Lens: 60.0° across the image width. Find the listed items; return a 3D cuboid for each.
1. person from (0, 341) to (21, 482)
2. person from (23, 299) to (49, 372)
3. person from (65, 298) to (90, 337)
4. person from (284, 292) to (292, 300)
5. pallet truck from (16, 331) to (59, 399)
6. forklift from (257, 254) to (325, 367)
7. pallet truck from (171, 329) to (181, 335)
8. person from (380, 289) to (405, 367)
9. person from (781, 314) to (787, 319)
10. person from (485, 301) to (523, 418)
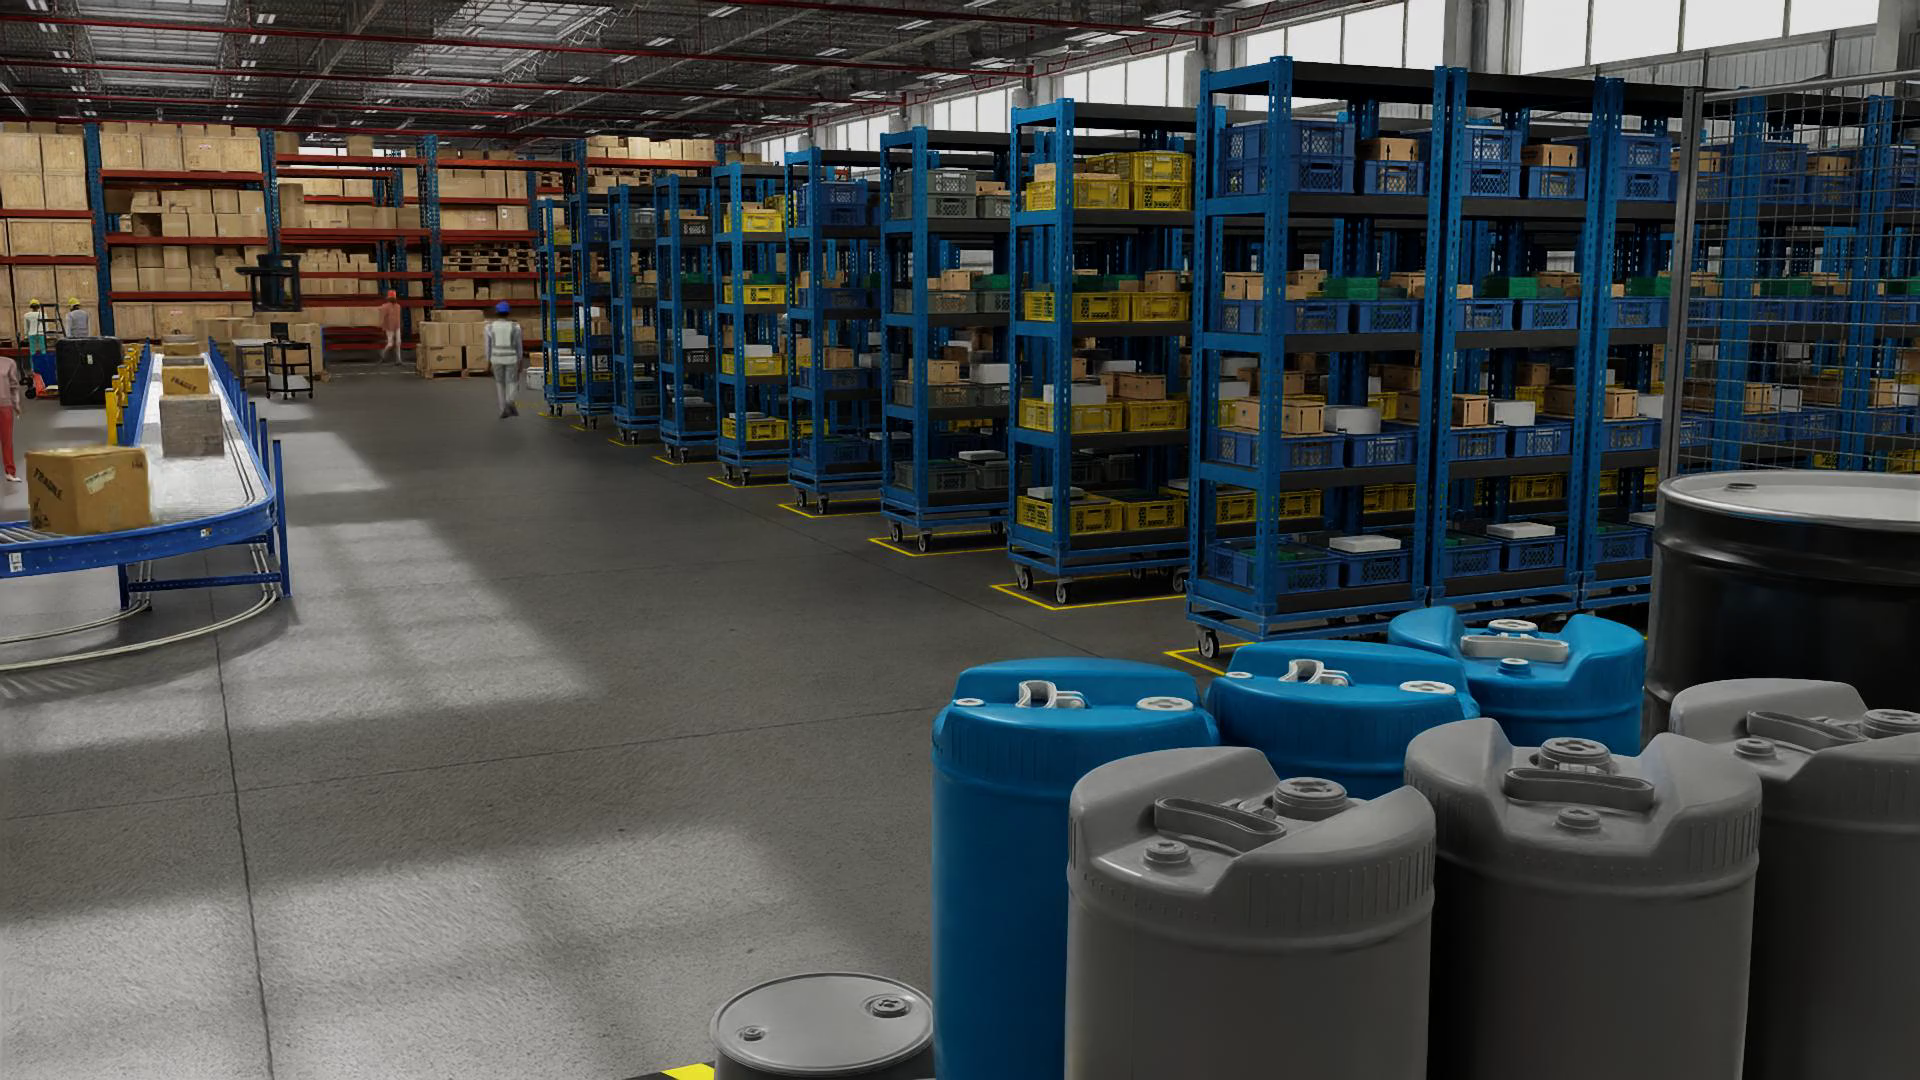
[{"bbox_3d":[-11.004,-1.516,18.970,0.523,1.760,0.328,-8,12,-42],"label":"person"},{"bbox_3d":[-22.325,-4.946,40.230,0.528,1.766,0.325,-3,10,-17],"label":"person"},{"bbox_3d":[-20.230,-4.635,38.135,0.403,1.824,0.591,4,10,25],"label":"person"},{"bbox_3d":[-19.259,-6.197,47.777,0.601,1.831,0.404,5,10,29],"label":"person"},{"bbox_3d":[-17.082,-3.353,31.781,1.630,1.274,0.653,-4,10,-25],"label":"pallet truck"},{"bbox_3d":[-16.221,-5.435,39.807,1.129,2.768,1.873,1,9,8],"label":"forklift"},{"bbox_3d":[-17.275,-3.851,35.096,1.601,1.201,0.680,0,9,1],"label":"pallet truck"},{"bbox_3d":[-14.485,-5.394,42.365,0.573,1.972,0.620,5,10,29],"label":"person"},{"bbox_3d":[-3.540,-4.223,35.529,0.590,1.833,0.404,-1,9,-9],"label":"person"},{"bbox_3d":[-7.519,-2.970,27.461,0.607,1.932,0.438,-1,9,-8],"label":"person"}]
